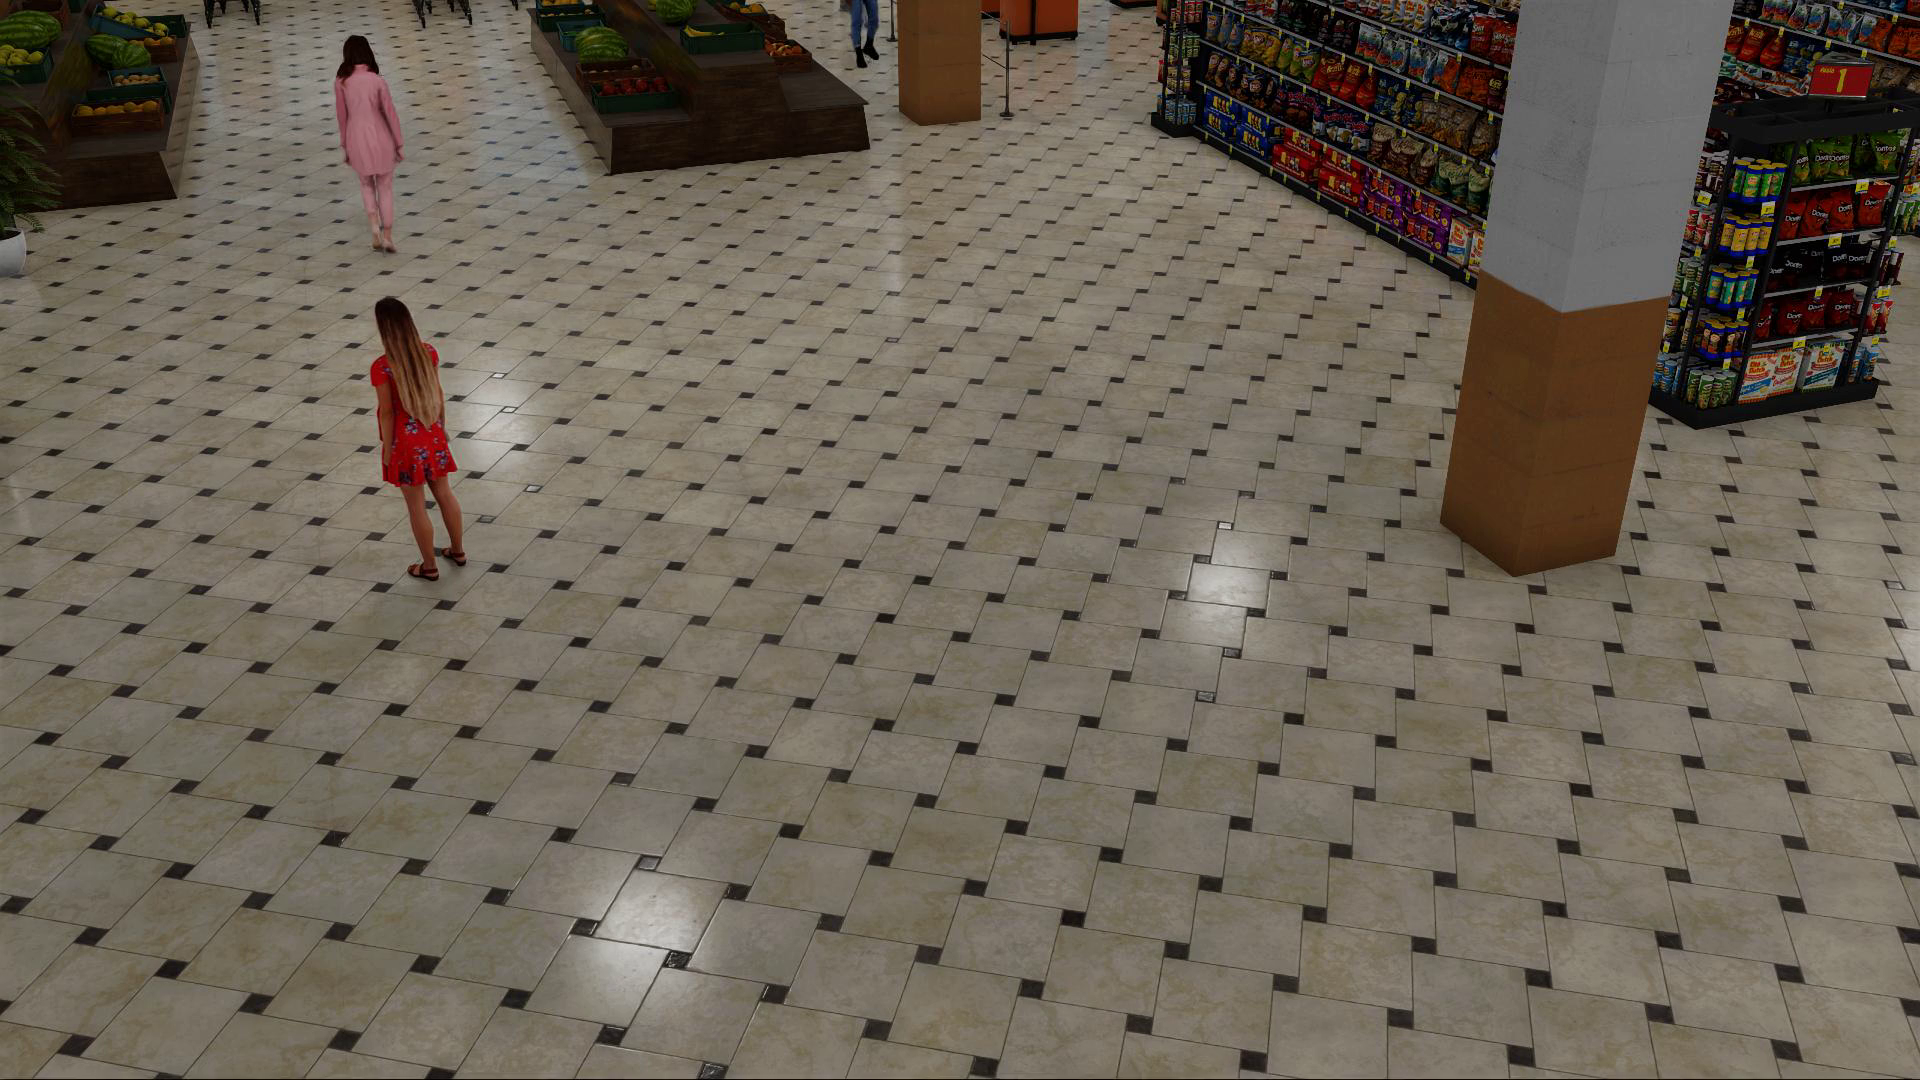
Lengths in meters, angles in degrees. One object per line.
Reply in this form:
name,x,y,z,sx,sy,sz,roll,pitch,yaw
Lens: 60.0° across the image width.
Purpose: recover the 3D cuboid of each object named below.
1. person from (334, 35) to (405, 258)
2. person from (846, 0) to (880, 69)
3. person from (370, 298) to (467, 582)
person,-4.795,-3.144,13.487,0.700,1.787,0.732,-4,29,-7
person,-1.219,-6.536,19.794,0.628,1.697,0.665,-13,31,-23
person,-2.917,-0.535,8.910,0.698,1.593,0.666,20,34,32
